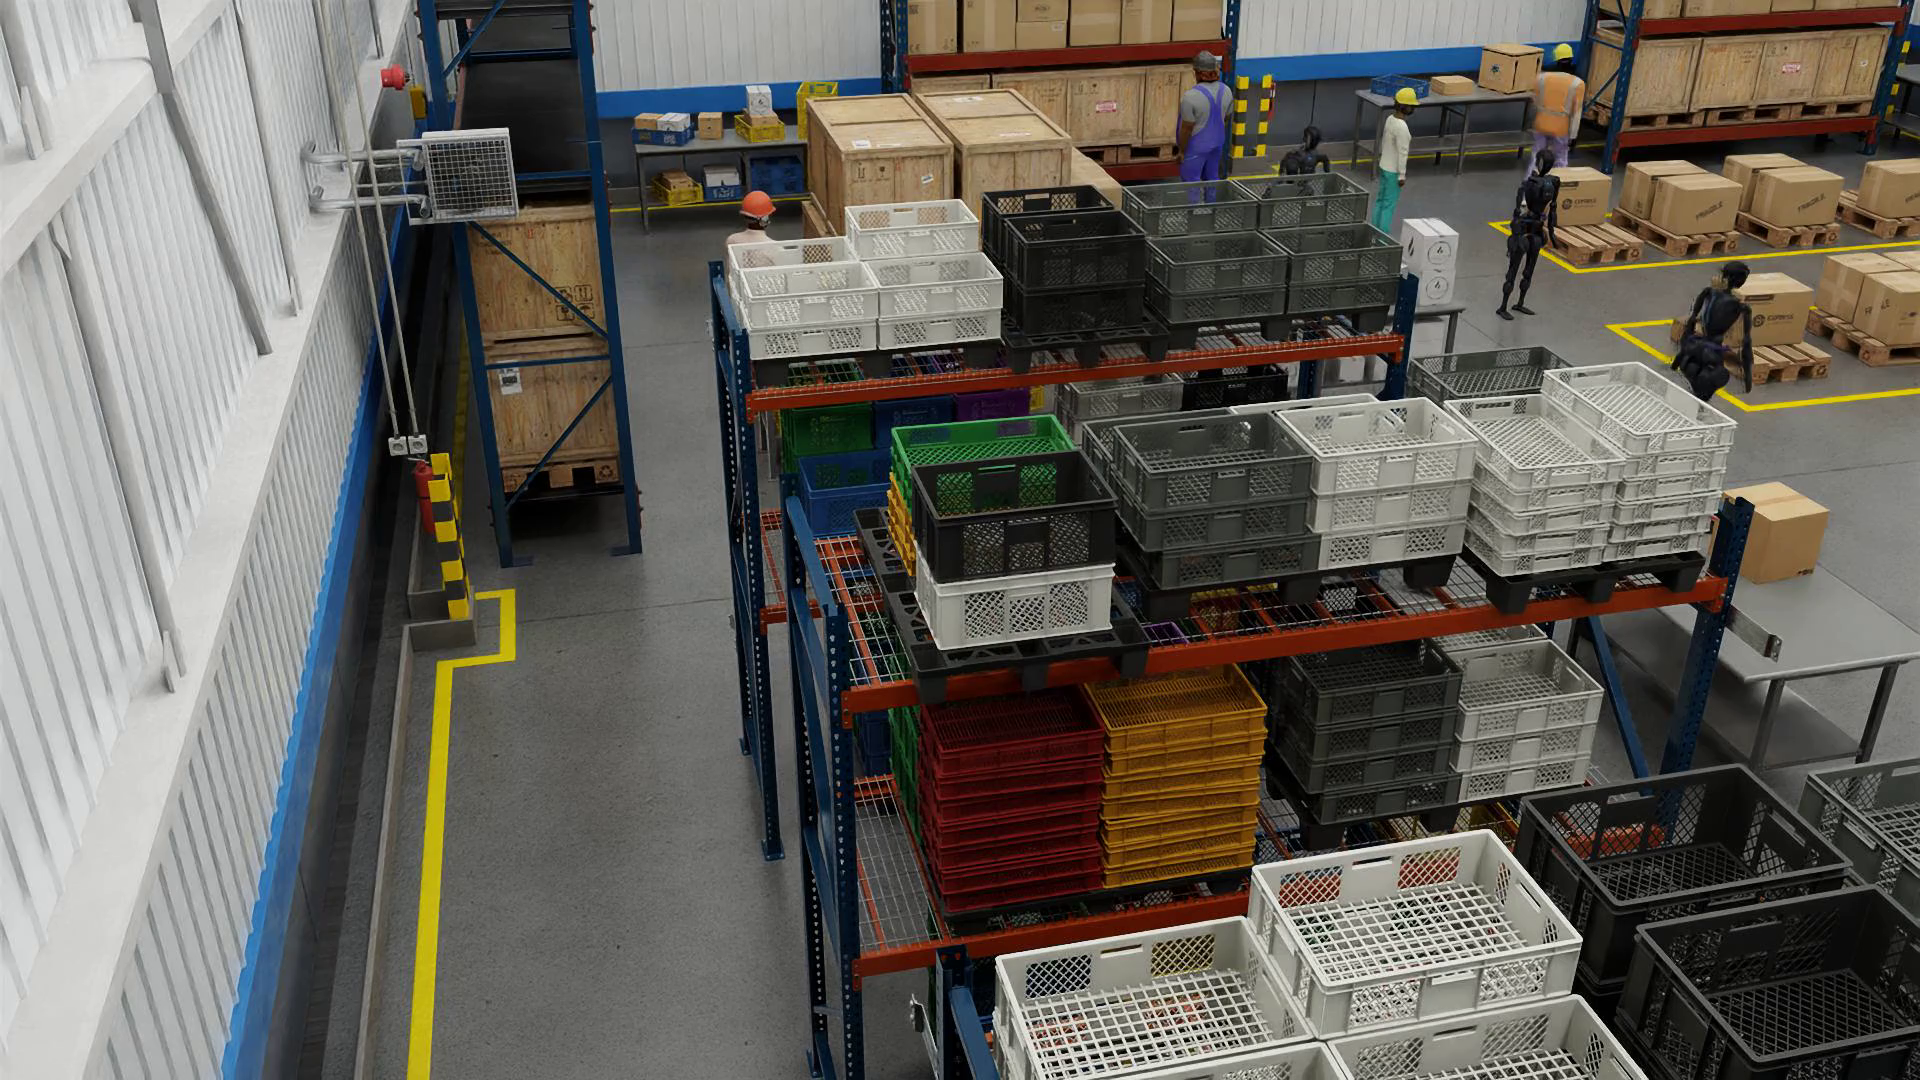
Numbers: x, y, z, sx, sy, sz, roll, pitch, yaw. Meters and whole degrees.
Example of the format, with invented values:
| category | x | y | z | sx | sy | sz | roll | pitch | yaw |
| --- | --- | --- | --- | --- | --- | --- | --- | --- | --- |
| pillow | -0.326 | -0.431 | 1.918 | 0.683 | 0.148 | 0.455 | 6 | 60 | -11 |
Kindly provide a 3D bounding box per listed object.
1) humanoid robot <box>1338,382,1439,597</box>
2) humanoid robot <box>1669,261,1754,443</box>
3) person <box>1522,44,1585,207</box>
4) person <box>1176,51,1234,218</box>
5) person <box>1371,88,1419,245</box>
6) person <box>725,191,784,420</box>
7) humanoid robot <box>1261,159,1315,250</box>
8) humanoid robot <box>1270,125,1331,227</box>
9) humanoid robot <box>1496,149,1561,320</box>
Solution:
| category | x | y | z | sx | sy | sz | roll | pitch | yaw |
| --- | --- | --- | --- | --- | --- | --- | --- | --- | --- |
| humanoid robot | 2.992 | -0.368 | 11.283 | 0.734 | 1.634 | 0.538 | 16 | 32 | 28 |
| humanoid robot | 6.016 | -1.432 | 13.295 | 0.759 | 1.624 | 0.621 | -10 | 29 | -17 |
| person | 6.964 | -4.840 | 19.482 | 0.584 | 1.896 | 0.508 | 13 | 30 | 23 |
| person | 2.646 | -4.413 | 18.521 | 0.680 | 2.000 | 0.537 | -18 | 33 | -30 |
| person | 4.728 | -4.020 | 18.067 | 0.327 | 1.765 | 0.532 | -3 | 28 | -6 |
| person | -1.642 | -1.913 | 13.827 | 0.608 | 1.995 | 0.375 | 15 | 31 | 26 |
| humanoid robot | 3.082 | -2.811 | 15.863 | 0.572 | 1.652 | 0.318 | 3 | 28 | 6 |
| humanoid robot | 3.443 | -3.427 | 17.042 | 0.652 | 1.647 | 0.580 | -8 | 29 | -14 |
| humanoid robot | 5.560 | -2.980 | 16.178 | 0.603 | 1.653 | 0.316 | -14 | 31 | -24 |
